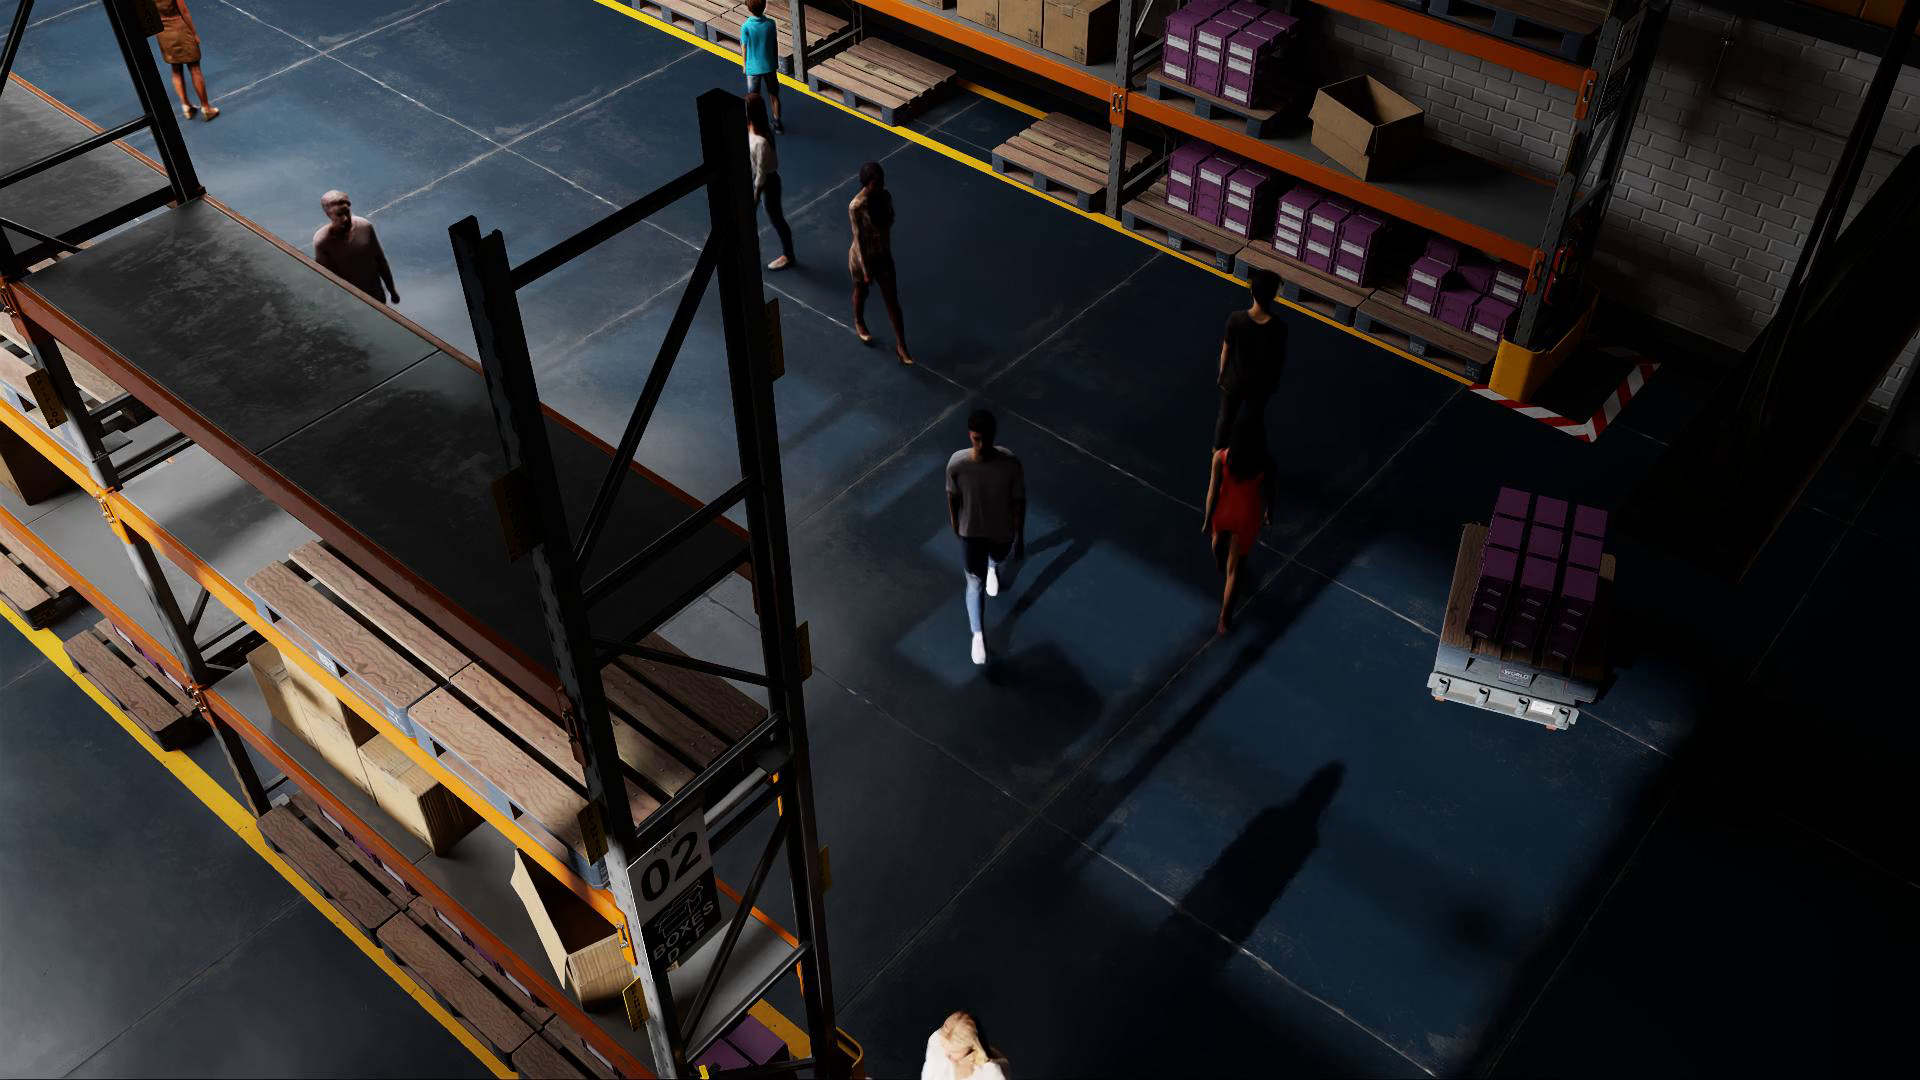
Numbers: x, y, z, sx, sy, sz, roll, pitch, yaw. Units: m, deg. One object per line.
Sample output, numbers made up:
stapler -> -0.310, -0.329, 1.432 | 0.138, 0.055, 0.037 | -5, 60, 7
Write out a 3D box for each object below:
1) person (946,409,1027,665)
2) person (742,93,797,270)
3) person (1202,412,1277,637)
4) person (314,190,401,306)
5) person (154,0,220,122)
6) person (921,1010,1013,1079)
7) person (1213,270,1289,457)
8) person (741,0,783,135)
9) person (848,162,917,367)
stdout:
person -> 0.189, -0.165, 11.099 | 1.175, 1.847, 1.250 | -4, 44, -4
person -> -1.586, -3.057, 14.237 | 0.821, 1.706, 0.879 | -22, 48, -21
person -> 1.846, -0.083, 11.143 | 1.157, 1.667, 1.036 | 8, 44, 9
person -> -4.708, -1.943, 12.955 | 0.704, 1.861, 0.705 | -33, 52, -30
person -> -7.633, -4.902, 16.190 | 0.610, 1.684, 0.705 | 5, 44, 6
person -> 0.110, 2.728, 8.078 | 0.944, 1.825, 0.713 | 27, 50, 25
person -> 2.128, -1.212, 12.298 | 0.623, 1.709, 0.753 | 10, 45, 11
person -> -1.919, -4.592, 16.035 | 0.583, 1.448, 0.598 | -18, 47, -18
person -> -0.771, -2.265, 13.372 | 0.753, 1.751, 1.099 | -27, 50, -25
